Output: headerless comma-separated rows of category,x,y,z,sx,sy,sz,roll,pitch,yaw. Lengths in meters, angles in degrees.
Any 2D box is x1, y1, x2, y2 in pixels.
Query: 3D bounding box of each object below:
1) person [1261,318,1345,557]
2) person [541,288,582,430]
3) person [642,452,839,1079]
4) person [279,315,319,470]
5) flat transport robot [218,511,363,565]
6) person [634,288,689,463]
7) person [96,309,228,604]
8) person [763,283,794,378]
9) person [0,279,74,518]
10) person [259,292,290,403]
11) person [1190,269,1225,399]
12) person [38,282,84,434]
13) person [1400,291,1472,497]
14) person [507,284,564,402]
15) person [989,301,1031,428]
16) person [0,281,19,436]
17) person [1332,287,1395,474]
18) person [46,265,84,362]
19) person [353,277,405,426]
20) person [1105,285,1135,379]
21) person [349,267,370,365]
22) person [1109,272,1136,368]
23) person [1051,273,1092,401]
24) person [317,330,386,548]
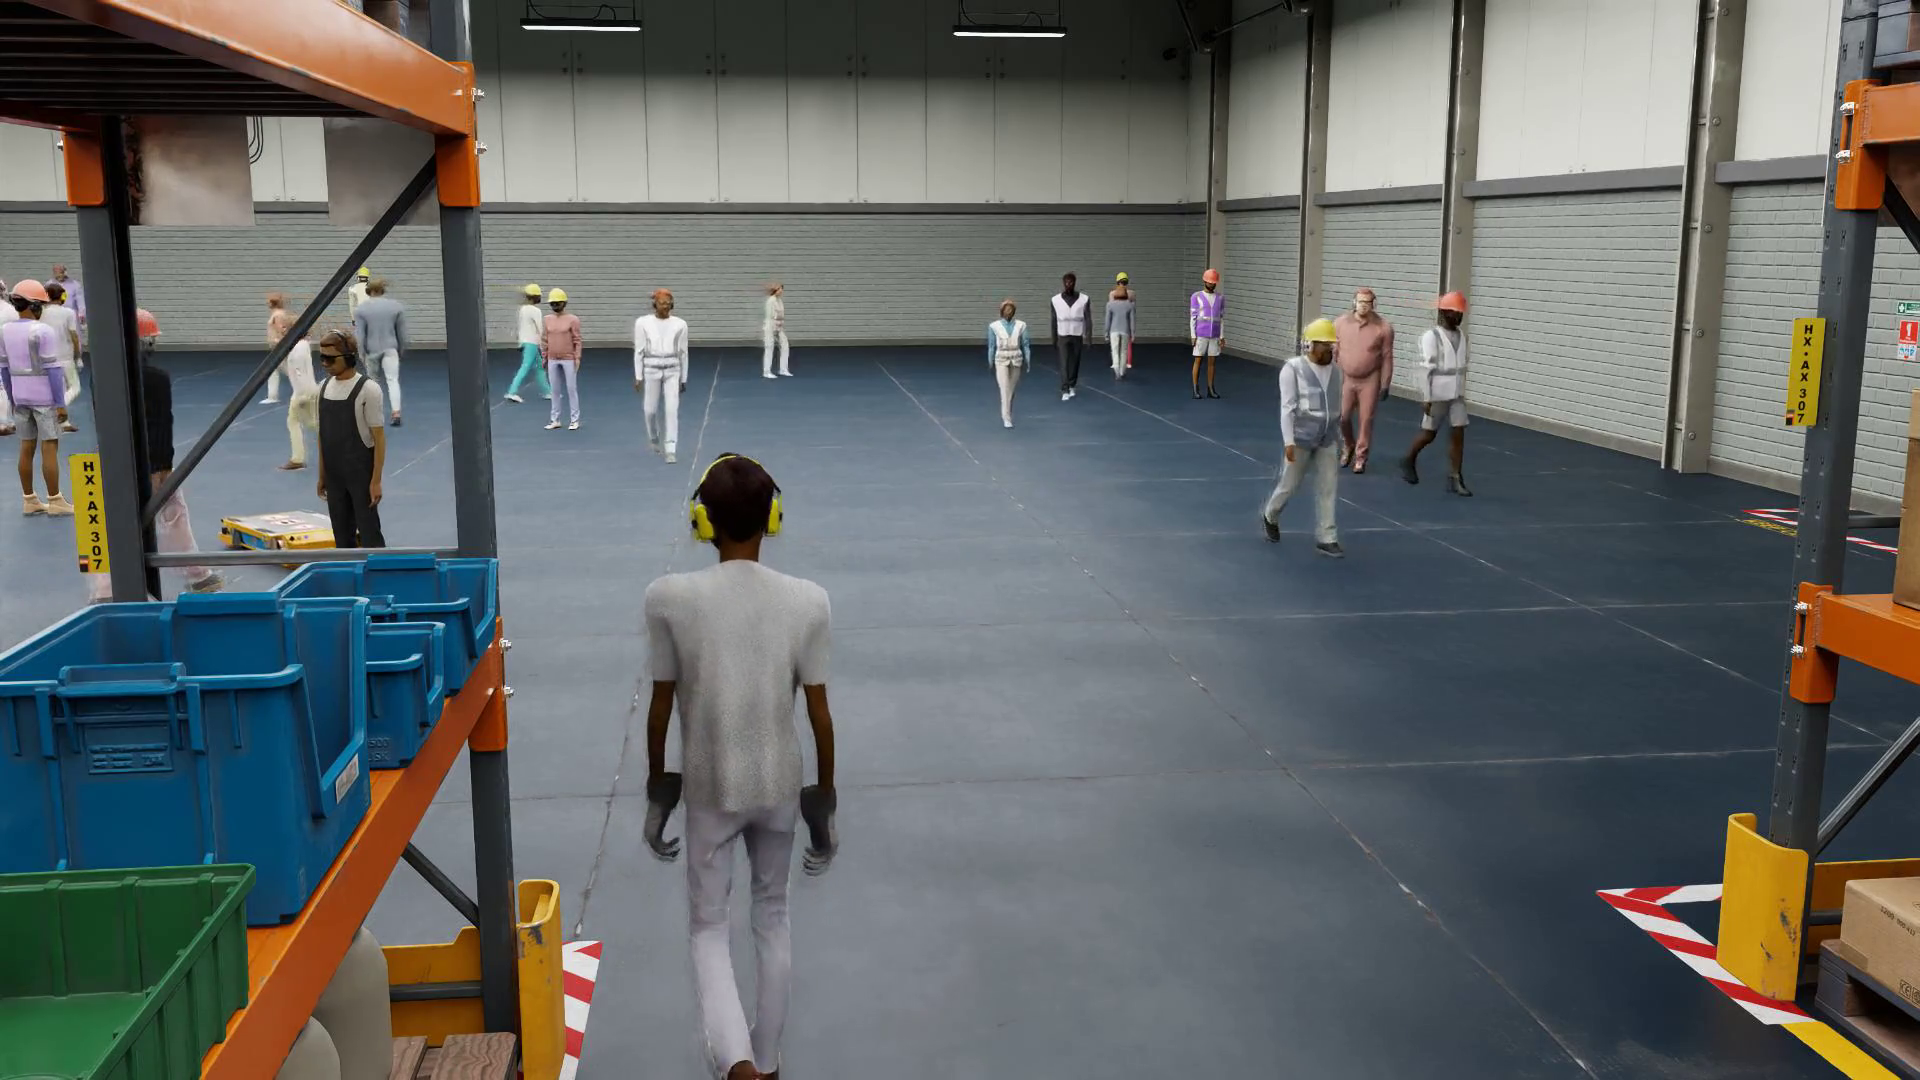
person,2.661,-0.804,12.748,0.583,1.805,0.856,-4,11,-19
person,-4.984,-2.250,20.762,0.533,1.767,0.326,2,11,12
person,-0.573,0.697,4.398,0.526,1.845,0.665,-3,11,-14
person,-6.725,-1.530,17.252,0.674,1.603,0.532,-2,10,-9
flat transport robot,-5.100,-0.037,12.727,0.652,0.197,1.431,-9,14,-41
person,-3.208,-1.775,17.880,0.588,1.866,0.759,-3,11,-14
person,-5.310,-0.528,10.849,0.637,1.940,1.014,3,11,18
person,-3.098,-3.555,28.331,0.622,1.620,0.527,4,11,21
person,-7.927,-1.209,14.303,0.605,2.041,0.383,3,11,17
person,-9.832,-2.793,24.142,0.685,1.619,0.521,-4,11,-20
person,3.692,-3.060,24.744,0.543,1.933,0.369,-3,11,-15
person,-10.974,-2.203,20.243,0.565,1.855,0.499,2,10,9
person,4.539,-1.394,15.690,0.552,1.914,0.875,-4,11,-20
person,-6.275,-2.876,24.329,0.915,1.722,0.542,-8,13,-37
person,0.623,-2.260,21.285,0.524,1.604,0.838,-2,11,-11
person,-11.648,-2.231,20.398,0.660,1.864,0.948,2,10,9
person,4.068,-1.621,16.951,0.673,1.892,0.419,4,11,19
person,-16.901,-4.248,31.424,0.680,1.859,0.854,-3,11,-14
person,-7.416,-2.414,21.318,0.624,1.904,0.997,-5,12,-26
person,2.697,-3.482,27.961,0.503,1.614,0.687,0,10,0
person,-11.193,-4.220,31.379,0.590,1.833,0.404,-3,11,-15
person,2.958,-4.010,30.439,0.518,1.757,0.339,-3,11,-18
person,1.657,-3.047,24.838,0.604,1.885,0.937,0,10,2
person,-3.797,-0.388,10.354,0.504,1.839,0.344,5,11,24
